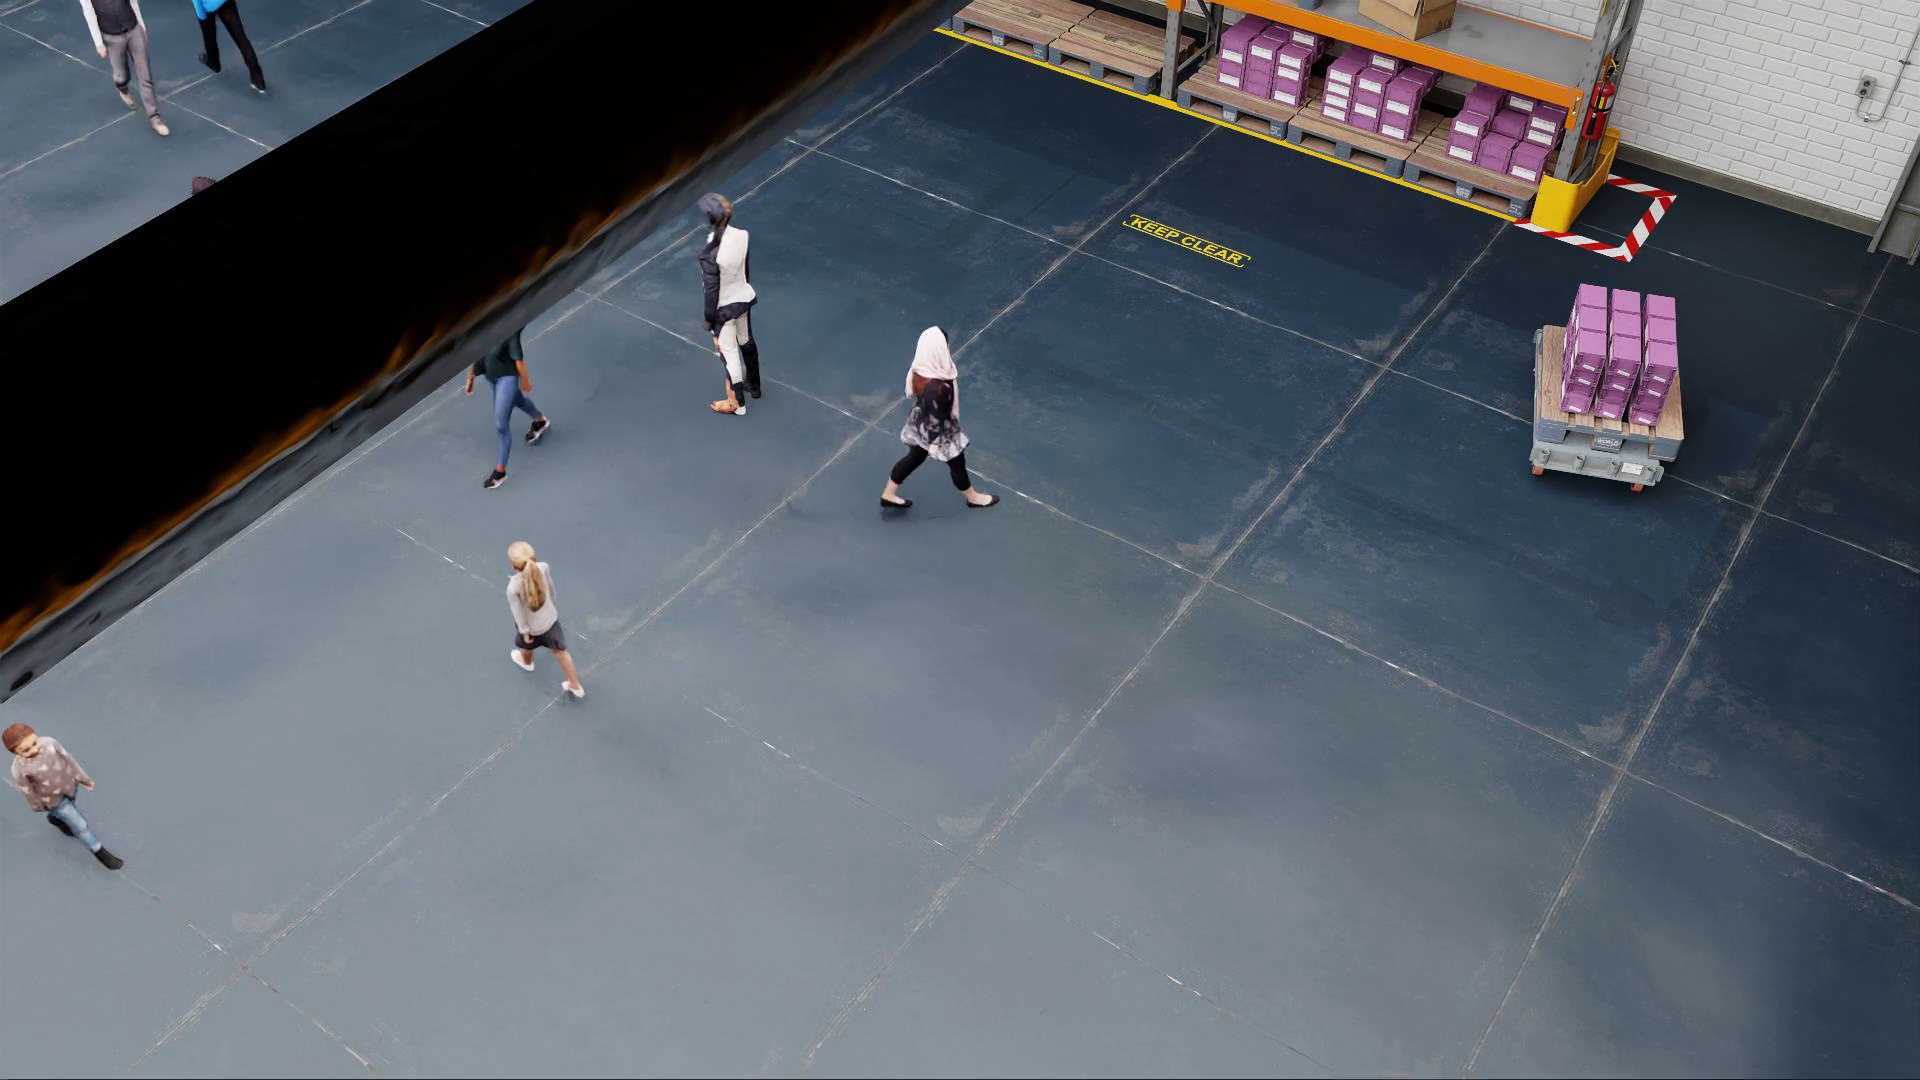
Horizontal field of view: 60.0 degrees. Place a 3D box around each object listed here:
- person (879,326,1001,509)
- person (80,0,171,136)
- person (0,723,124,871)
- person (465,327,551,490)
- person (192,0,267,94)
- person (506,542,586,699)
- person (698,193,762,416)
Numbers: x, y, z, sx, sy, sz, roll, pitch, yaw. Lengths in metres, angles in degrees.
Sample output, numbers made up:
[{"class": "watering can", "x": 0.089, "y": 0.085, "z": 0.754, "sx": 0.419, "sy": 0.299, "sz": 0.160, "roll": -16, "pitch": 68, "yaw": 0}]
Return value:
[{"class": "person", "x": -0.277, "y": -0.797, "z": 11.813, "sx": 1.166, "sy": 1.582, "sz": 1.094, "roll": -6, "pitch": 44, "yaw": -6}, {"class": "person", "x": -8.017, "y": -4.842, "z": 15.818, "sx": 0.824, "sy": 1.915, "sz": 1.114, "roll": -30, "pitch": 51, "yaw": -28}, {"class": "person", "x": -5.332, "y": 1.442, "z": 9.759, "sx": 0.881, "sy": 1.174, "sz": 0.570, "roll": 17, "pitch": 46, "yaw": 17}, {"class": "person", "x": -3.345, "y": -1.245, "z": 12.293, "sx": 1.071, "sy": 1.569, "sz": 0.754, "roll": 20, "pitch": 47, "yaw": 20}, {"class": "person", "x": -7.245, "y": -5.201, "z": 16.325, "sx": 1.244, "sy": 1.736, "sz": 0.696, "roll": 30, "pitch": 51, "yaw": 28}, {"class": "person", "x": -2.667, "y": 0.530, "z": 10.667, "sx": 0.912, "sy": 1.243, "sz": 0.582, "roll": 31, "pitch": 52, "yaw": 29}, {"class": "person", "x": -1.752, "y": -1.788, "z": 12.630, "sx": 0.599, "sy": 1.892, "sz": 0.689, "roll": 22, "pitch": 48, "yaw": 22}]
